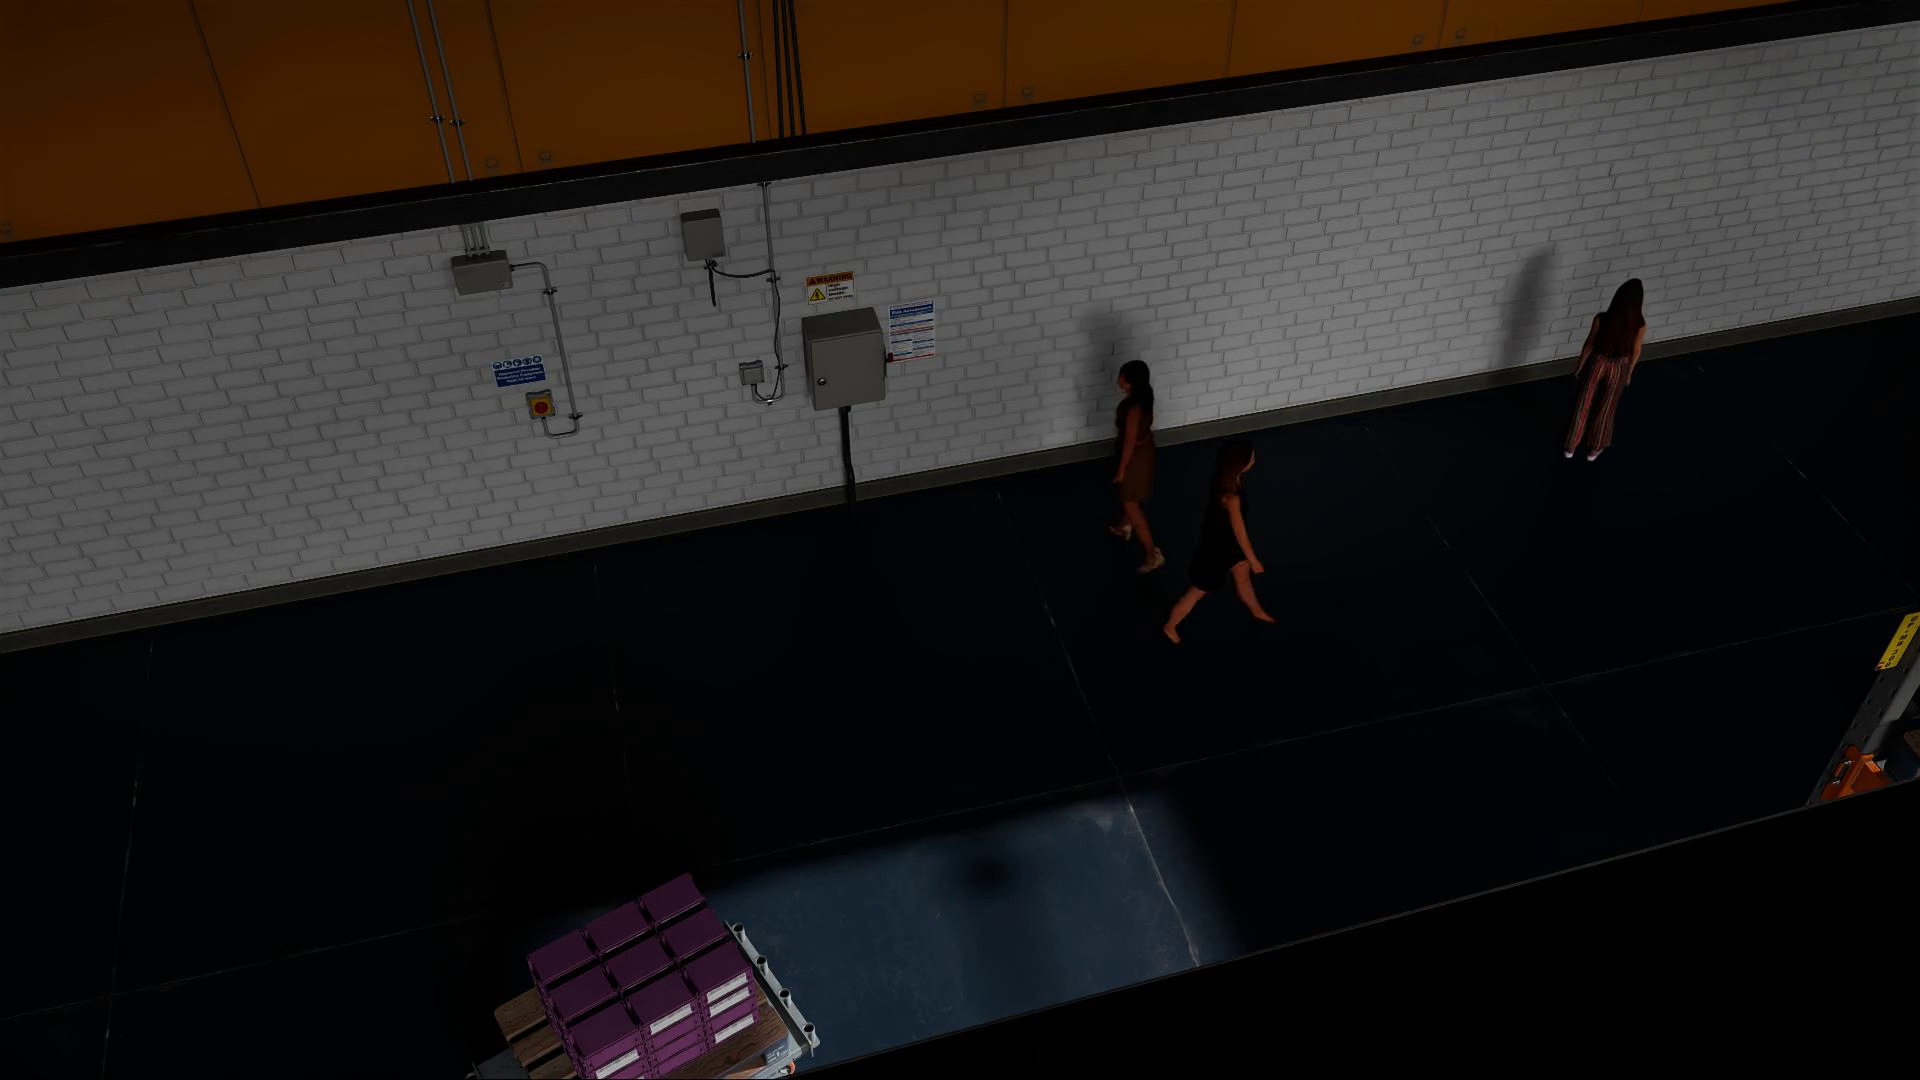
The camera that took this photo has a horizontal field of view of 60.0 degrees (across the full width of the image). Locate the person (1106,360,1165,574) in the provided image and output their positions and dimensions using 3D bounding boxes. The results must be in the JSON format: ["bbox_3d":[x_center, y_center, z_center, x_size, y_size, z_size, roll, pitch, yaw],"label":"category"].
[{"bbox_3d":[1.200,-0.550,11.445,0.964,1.682,0.873,20,47,20],"label":"person"}]

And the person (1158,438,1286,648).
[{"bbox_3d":[1.560,0.094,10.685,0.818,1.798,1.084,-1,44,-1],"label":"person"}]

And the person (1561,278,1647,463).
[{"bbox_3d":[4.766,-1.261,12.279,0.638,1.561,0.665,14,45,14],"label":"person"}]
